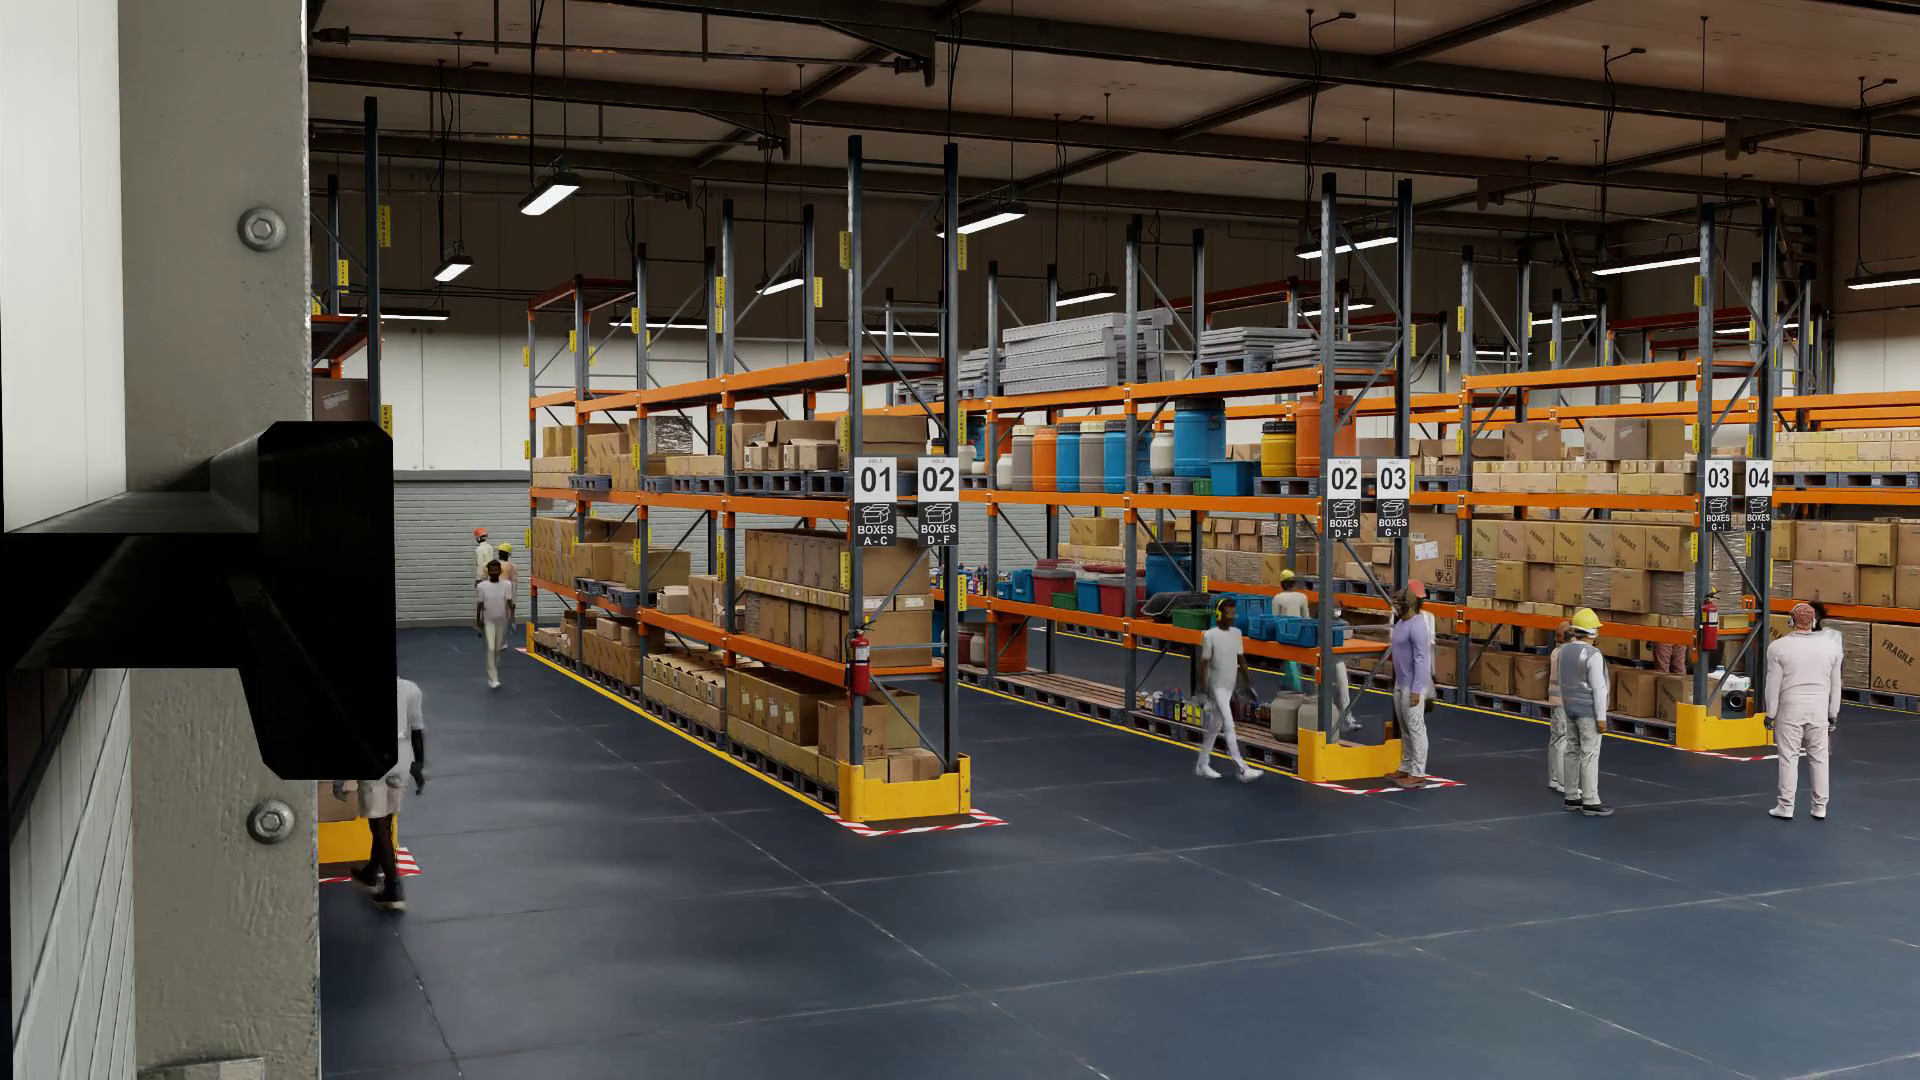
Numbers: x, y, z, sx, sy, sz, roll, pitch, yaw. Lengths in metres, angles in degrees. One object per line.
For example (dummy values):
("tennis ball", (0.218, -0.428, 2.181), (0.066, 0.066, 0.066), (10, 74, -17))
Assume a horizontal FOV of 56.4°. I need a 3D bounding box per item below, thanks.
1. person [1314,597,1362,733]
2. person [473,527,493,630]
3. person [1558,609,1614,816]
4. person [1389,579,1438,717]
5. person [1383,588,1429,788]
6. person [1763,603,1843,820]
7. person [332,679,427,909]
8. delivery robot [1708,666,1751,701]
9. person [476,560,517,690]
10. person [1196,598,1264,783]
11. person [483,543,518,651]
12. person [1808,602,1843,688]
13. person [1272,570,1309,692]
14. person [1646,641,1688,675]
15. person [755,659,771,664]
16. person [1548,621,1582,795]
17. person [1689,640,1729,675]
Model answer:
("person", (4.387, 1.470, 21.041), (0.507, 1.588, 0.865), (-1, 2, -17))
("person", (-9.291, 0.741, 34.874), (0.392, 1.991, 0.613), (0, 2, 9))
("person", (5.635, 1.535, 16.116), (0.403, 1.837, 0.591), (-1, 2, -16))
("person", (4.816, 1.374, 19.126), (0.557, 1.926, 0.519), (-1, 2, -20))
("person", (4.382, 1.434, 17.490), (0.376, 1.937, 0.629), (0, 2, -4))
("person", (7.427, 1.513, 15.823), (0.648, 1.907, 0.409), (0, 2, 3))
("person", (-4.197, 1.622, 12.826), (0.916, 1.918, 0.632), (2, 3, 39))
("delivery robot", (9.840, 1.870, 23.197), (0.707, 0.478, 0.477), (1, 2, 31))
("person", (-6.508, 1.198, 25.205), (0.502, 1.823, 0.939), (-1, 3, -30))
("person", (2.680, 1.488, 17.713), (0.507, 1.815, 0.985), (-2, 3, -43))
("person", (-7.799, 0.984, 30.344), (0.621, 1.862, 1.012), (0, 2, -9))
("person", (9.130, 1.503, 19.200), (0.546, 1.650, 0.847), (2, 3, 38))
("person", (4.475, 1.272, 24.511), (0.529, 1.708, 0.911), (-1, 2, -20))
("person", (9.070, 1.239, 22.960), (0.648, 1.907, 0.409), (-1, 2, -19))
("person", (-3.116, 1.021, 28.745), (0.554, 1.904, 0.784), (0, 2, 2))
("person", (5.784, 1.594, 17.130), (0.309, 1.640, 0.514), (0, 2, 3))
("person", (10.160, 1.188, 24.278), (0.644, 1.901, 0.511), (-1, 2, -28))
